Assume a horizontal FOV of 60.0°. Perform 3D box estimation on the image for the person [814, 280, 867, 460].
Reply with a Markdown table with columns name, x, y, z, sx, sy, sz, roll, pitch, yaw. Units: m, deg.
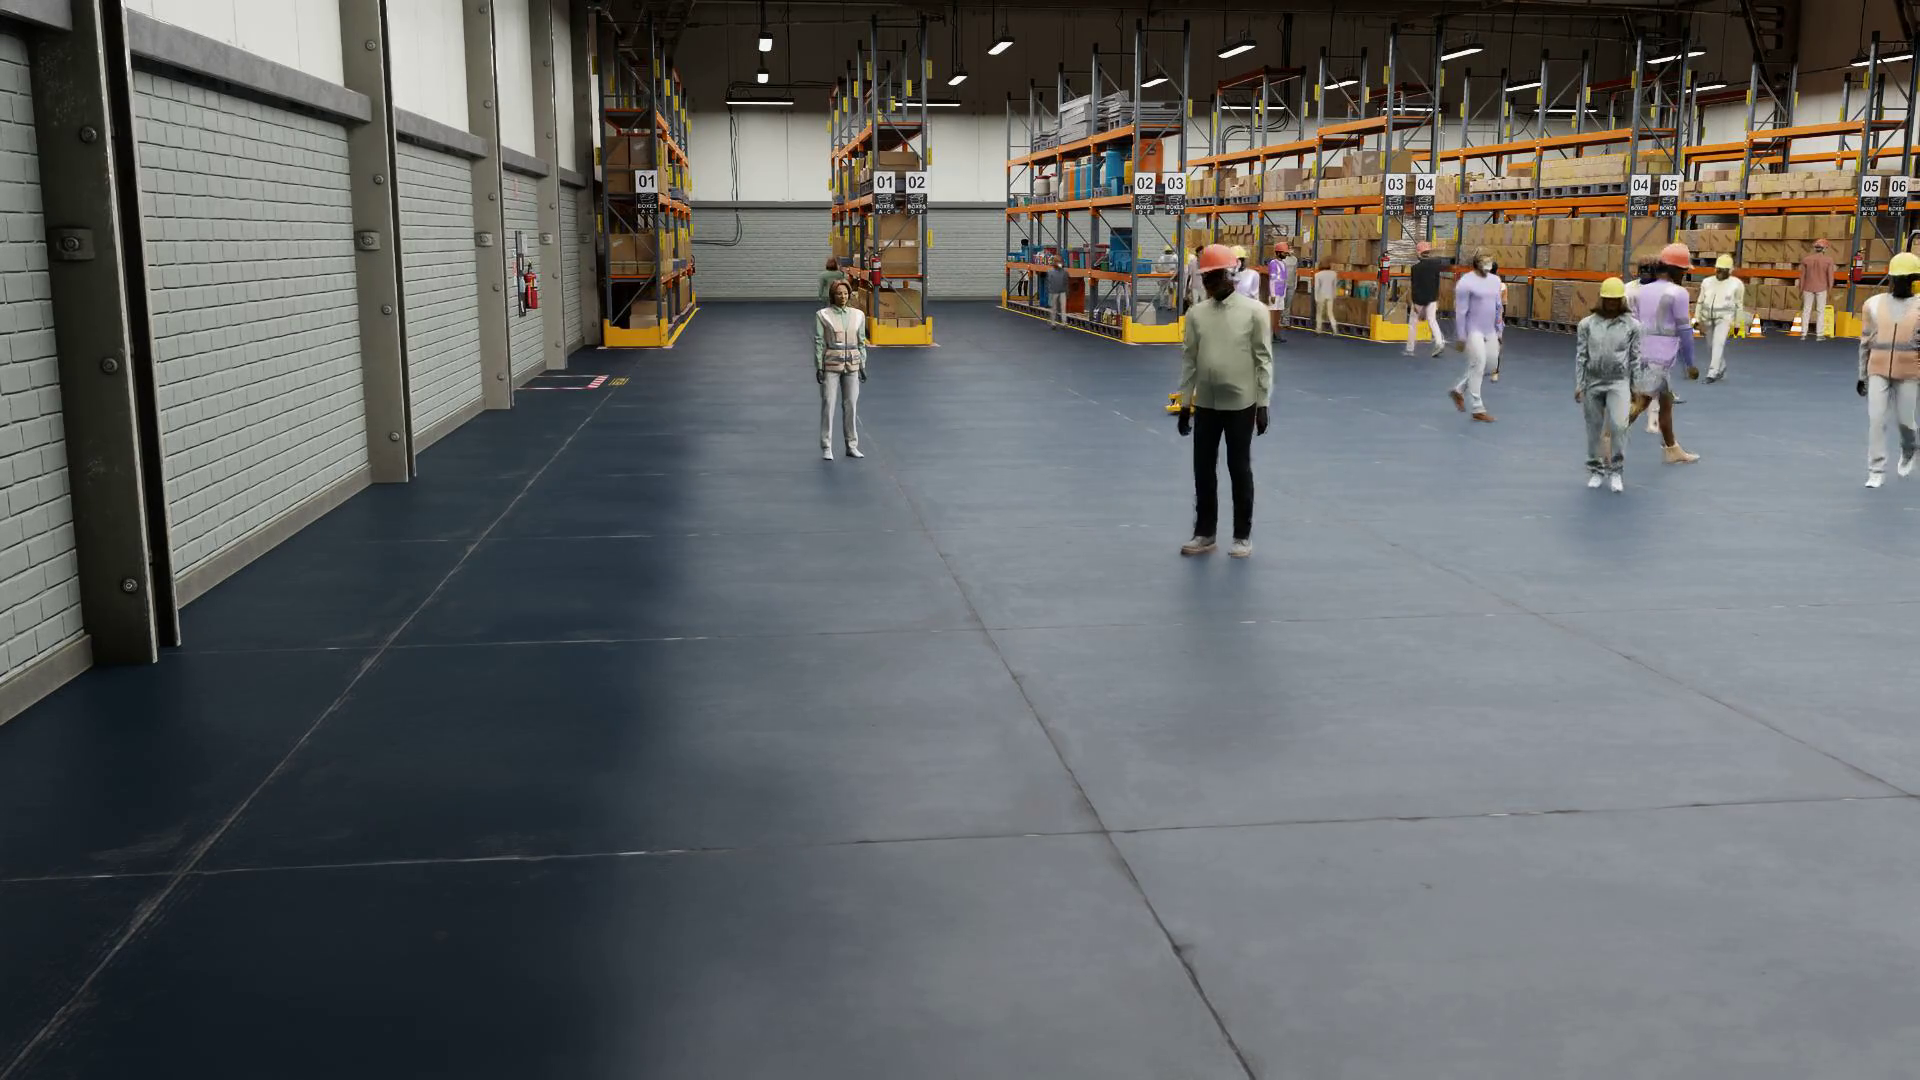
| name | x | y | z | sx | sy | sz | roll | pitch | yaw |
| --- | --- | --- | --- | --- | --- | --- | --- | --- | --- |
| person | -1.095 | -1.555 | 15.219 | 0.518 | 1.640 | 0.307 | -5 | 12 | -27 |

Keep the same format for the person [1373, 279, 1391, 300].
| name | x | y | z | sx | sy | sz | roll | pitch | yaw |
| --- | --- | --- | --- | --- | --- | --- | --- | --- | --- |
| person | 10.964 | -6.662 | 43.250 | 0.513 | 1.630 | 0.318 | -4 | 11 | -22 |

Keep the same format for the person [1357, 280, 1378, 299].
| name | x | y | z | sx | sy | sz | roll | pitch | yaw |
| --- | --- | --- | --- | --- | --- | --- | --- | --- | --- |
| person | 9.394 | -5.828 | 38.414 | 0.516 | 1.714 | 0.884 | -2 | 11 | -12 |

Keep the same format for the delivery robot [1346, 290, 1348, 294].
| name | x | y | z | sx | sy | sz | roll | pitch | yaw |
| --- | --- | --- | --- | --- | --- | --- | --- | --- | --- |
| delivery robot | 11.916 | -7.370 | 49.814 | 0.707 | 0.478 | 0.477 | 10 | 14 | 43 |

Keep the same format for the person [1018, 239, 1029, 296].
| name | x | y | z | sx | sy | sz | roll | pitch | yaw |
| --- | --- | --- | --- | --- | --- | --- | --- | --- | --- |
| person | 2.031 | -8.513 | 52.466 | 0.365 | 1.965 | 0.608 | -8 | 13 | -38 |

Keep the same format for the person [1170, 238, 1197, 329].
| name | x | y | z | sx | sy | sz | roll | pitch | yaw |
| --- | --- | --- | --- | --- | --- | --- | --- | --- | --- |
| person | 4.953 | -5.700 | 36.925 | 0.617 | 2.016 | 0.870 | -1 | 10 | -4 |

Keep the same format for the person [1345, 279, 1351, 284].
| name | x | y | z | sx | sy | sz | roll | pitch | yaw |
| --- | --- | --- | --- | --- | --- | --- | --- | --- | --- |
| person | 11.722 | -8.063 | 50.233 | 0.631 | 1.883 | 0.615 | -4 | 11 | -20 |

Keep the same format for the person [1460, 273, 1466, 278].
| name | x | y | z | sx | sy | sz | roll | pitch | yaw |
| --- | --- | --- | --- | --- | --- | --- | --- | --- | --- |
| person | 13.995 | -7.358 | 46.241 | 0.571 | 1.925 | 0.547 | -2 | 10 | -9 |

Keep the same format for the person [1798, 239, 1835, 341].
| name | x | y | z | sx | sy | sz | roll | pitch | yaw |
| --- | --- | --- | --- | --- | --- | --- | --- | --- | --- |
| person | 16.808 | -4.902 | 32.646 | 0.654 | 1.983 | 0.387 | 9 | 14 | 42 |

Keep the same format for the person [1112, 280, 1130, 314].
| name | x | y | z | sx | sy | sz | roll | pitch | yaw |
| --- | --- | --- | --- | --- | --- | --- | --- | --- | --- |
| person | 4.074 | -6.520 | 41.805 | 0.517 | 1.874 | 0.327 | 0 | 10 | -1 |

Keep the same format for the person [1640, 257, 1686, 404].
| name | x | y | z | sx | sy | sz | roll | pitch | yaw |
| --- | --- | --- | --- | --- | --- | --- | --- | --- | --- |
| person | 8.556 | -2.606 | 20.546 | 0.585 | 1.807 | 0.952 | -10 | 14 | -43 |

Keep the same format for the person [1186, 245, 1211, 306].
| name | x | y | z | sx | sy | sz | roll | pitch | yaw |
| --- | --- | --- | --- | --- | --- | --- | --- | --- | --- |
| person | 4.988 | -5.218 | 34.732 | 0.563 | 1.850 | 0.445 | 0 | 10 | 2 |

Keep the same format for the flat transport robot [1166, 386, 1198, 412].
| name | x | y | z | sx | sy | sz | roll | pitch | yaw |
| --- | --- | --- | --- | --- | --- | --- | --- | --- | --- |
| flat transport robot | 2.907 | -1.654 | 19.514 | 0.652 | 0.197 | 1.431 | 4 | 11 | 21 |

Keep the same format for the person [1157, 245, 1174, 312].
| name | x | y | z | sx | sy | sz | roll | pitch | yaw |
| --- | --- | --- | --- | --- | --- | --- | --- | --- | --- |
| person | 5.644 | -7.125 | 45.324 | 0.609 | 1.793 | 0.713 | 0 | 10 | 0 |

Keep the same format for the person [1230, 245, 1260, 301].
| name | x | y | z | sx | sy | sz | roll | pitch | yaw |
| --- | --- | --- | --- | --- | --- | --- | --- | --- | --- |
| person | 3.906 | -3.148 | 23.212 | 0.599 | 1.906 | 0.588 | 7 | 12 | 32 |

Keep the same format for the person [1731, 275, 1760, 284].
| name | x | y | z | sx | sy | sz | roll | pitch | yaw |
| --- | --- | --- | --- | --- | --- | --- | --- | --- | --- |
| person | 19.108 | -6.270 | 40.370 | 0.678 | 1.887 | 0.540 | -1 | 10 | -6 |

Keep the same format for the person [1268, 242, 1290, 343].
| name | x | y | z | sx | sy | sz | roll | pitch | yaw |
| --- | --- | --- | --- | --- | --- | --- | --- | --- | --- |
| person | 6.098 | -4.719 | 31.793 | 0.386 | 1.930 | 0.541 | 8 | 13 | 39 |

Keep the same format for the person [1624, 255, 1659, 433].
| name | x | y | z | sx | sy | sz | roll | pitch | yaw |
| --- | --- | --- | --- | --- | --- | --- | --- | --- | --- |
| person | 7.098 | -2.028 | 17.284 | 0.627 | 1.835 | 0.428 | 8 | 13 | 38 |

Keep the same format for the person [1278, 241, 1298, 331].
| name | x | y | z | sx | sy | sz | roll | pitch | yaw |
| --- | --- | --- | --- | --- | --- | --- | --- | --- | --- |
| person | 7.057 | -5.485 | 35.988 | 0.625 | 1.932 | 0.368 | -6 | 12 | -32 |

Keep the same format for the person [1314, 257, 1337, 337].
| name | x | y | z | sx | sy | sz | roll | pitch | yaw |
| --- | --- | --- | --- | --- | --- | --- | --- | --- | --- |
| person | 7.383 | -4.890 | 33.558 | 0.502 | 1.612 | 0.628 | -2 | 10 | -9 |

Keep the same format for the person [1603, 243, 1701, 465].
| name | x | y | z | sx | sy | sz | roll | pitch | yaw |
| --- | --- | --- | --- | --- | --- | --- | --- | --- | --- |
| person | 6.079 | -1.606 | 14.623 | 1.102 | 1.991 | 0.604 | -2 | 11 | -11 |

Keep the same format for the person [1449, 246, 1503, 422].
| name | x | y | z | sx | sy | sz | roll | pitch | yaw |
| --- | --- | --- | --- | --- | --- | --- | --- | --- | --- |
| person | 5.693 | -2.274 | 18.369 | 0.642 | 1.925 | 0.669 | -6 | 12 | -31 |

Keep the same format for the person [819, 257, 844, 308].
| name | x | y | z | sx | sy | sz | roll | pitch | yaw |
| --- | --- | --- | --- | --- | --- | --- | --- | --- | --- |
| person | -2.609 | -4.951 | 33.923 | 0.504 | 1.612 | 0.704 | -2 | 10 | -9 |

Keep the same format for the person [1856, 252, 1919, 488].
| name | x | y | z | sx | sy | sz | roll | pitch | yaw |
| --- | --- | --- | --- | --- | --- | --- | --- | --- | --- |
| person | 7.667 | -1.390 | 13.591 | 0.591 | 1.907 | 0.744 | 9 | 13 | 39 |

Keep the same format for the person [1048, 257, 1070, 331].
| name | x | y | z | sx | sy | sz | roll | pitch | yaw |
| --- | --- | --- | --- | --- | --- | --- | --- | --- | --- |
| person | 2.136 | -5.289 | 35.842 | 0.493 | 1.580 | 0.878 | -2 | 10 | -10 |

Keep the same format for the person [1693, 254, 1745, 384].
| name | x | y | z | sx | sy | sz | roll | pitch | yaw |
| --- | --- | --- | --- | --- | --- | --- | --- | --- | --- |
| person | 10.591 | -3.080 | 23.168 | 0.884 | 1.803 | 0.581 | -9 | 13 | -39 |

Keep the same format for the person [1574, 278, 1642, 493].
| name | x | y | z | sx | sy | sz | roll | pitch | yaw |
| --- | --- | --- | --- | --- | --- | --- | --- | --- | --- |
| person | 5.157 | -1.235 | 13.282 | 0.487 | 1.698 | 0.688 | 5 | 12 | 26 |

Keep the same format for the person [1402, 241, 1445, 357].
| name | x | y | z | sx | sy | sz | roll | pitch | yaw |
| --- | --- | --- | --- | --- | --- | --- | --- | --- | --- |
| person | 7.915 | -4.079 | 28.212 | 0.608 | 1.958 | 0.978 | -3 | 11 | -17 |

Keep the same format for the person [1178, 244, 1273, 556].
| name | x | y | z | sx | sy | sz | roll | pitch | yaw |
| --- | --- | --- | --- | --- | --- | --- | --- | --- | --- |
| person | 1.685 | -0.867 | 10.587 | 0.648 | 1.980 | 0.399 | 8 | 13 | 38 |

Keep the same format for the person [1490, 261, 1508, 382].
| name | x | y | z | sx | sy | sz | roll | pitch | yaw |
| --- | --- | --- | --- | --- | --- | --- | --- | --- | --- |
| person | 7.361 | -3.047 | 23.241 | 0.540 | 1.695 | 0.317 | 0 | 10 | 0 |
